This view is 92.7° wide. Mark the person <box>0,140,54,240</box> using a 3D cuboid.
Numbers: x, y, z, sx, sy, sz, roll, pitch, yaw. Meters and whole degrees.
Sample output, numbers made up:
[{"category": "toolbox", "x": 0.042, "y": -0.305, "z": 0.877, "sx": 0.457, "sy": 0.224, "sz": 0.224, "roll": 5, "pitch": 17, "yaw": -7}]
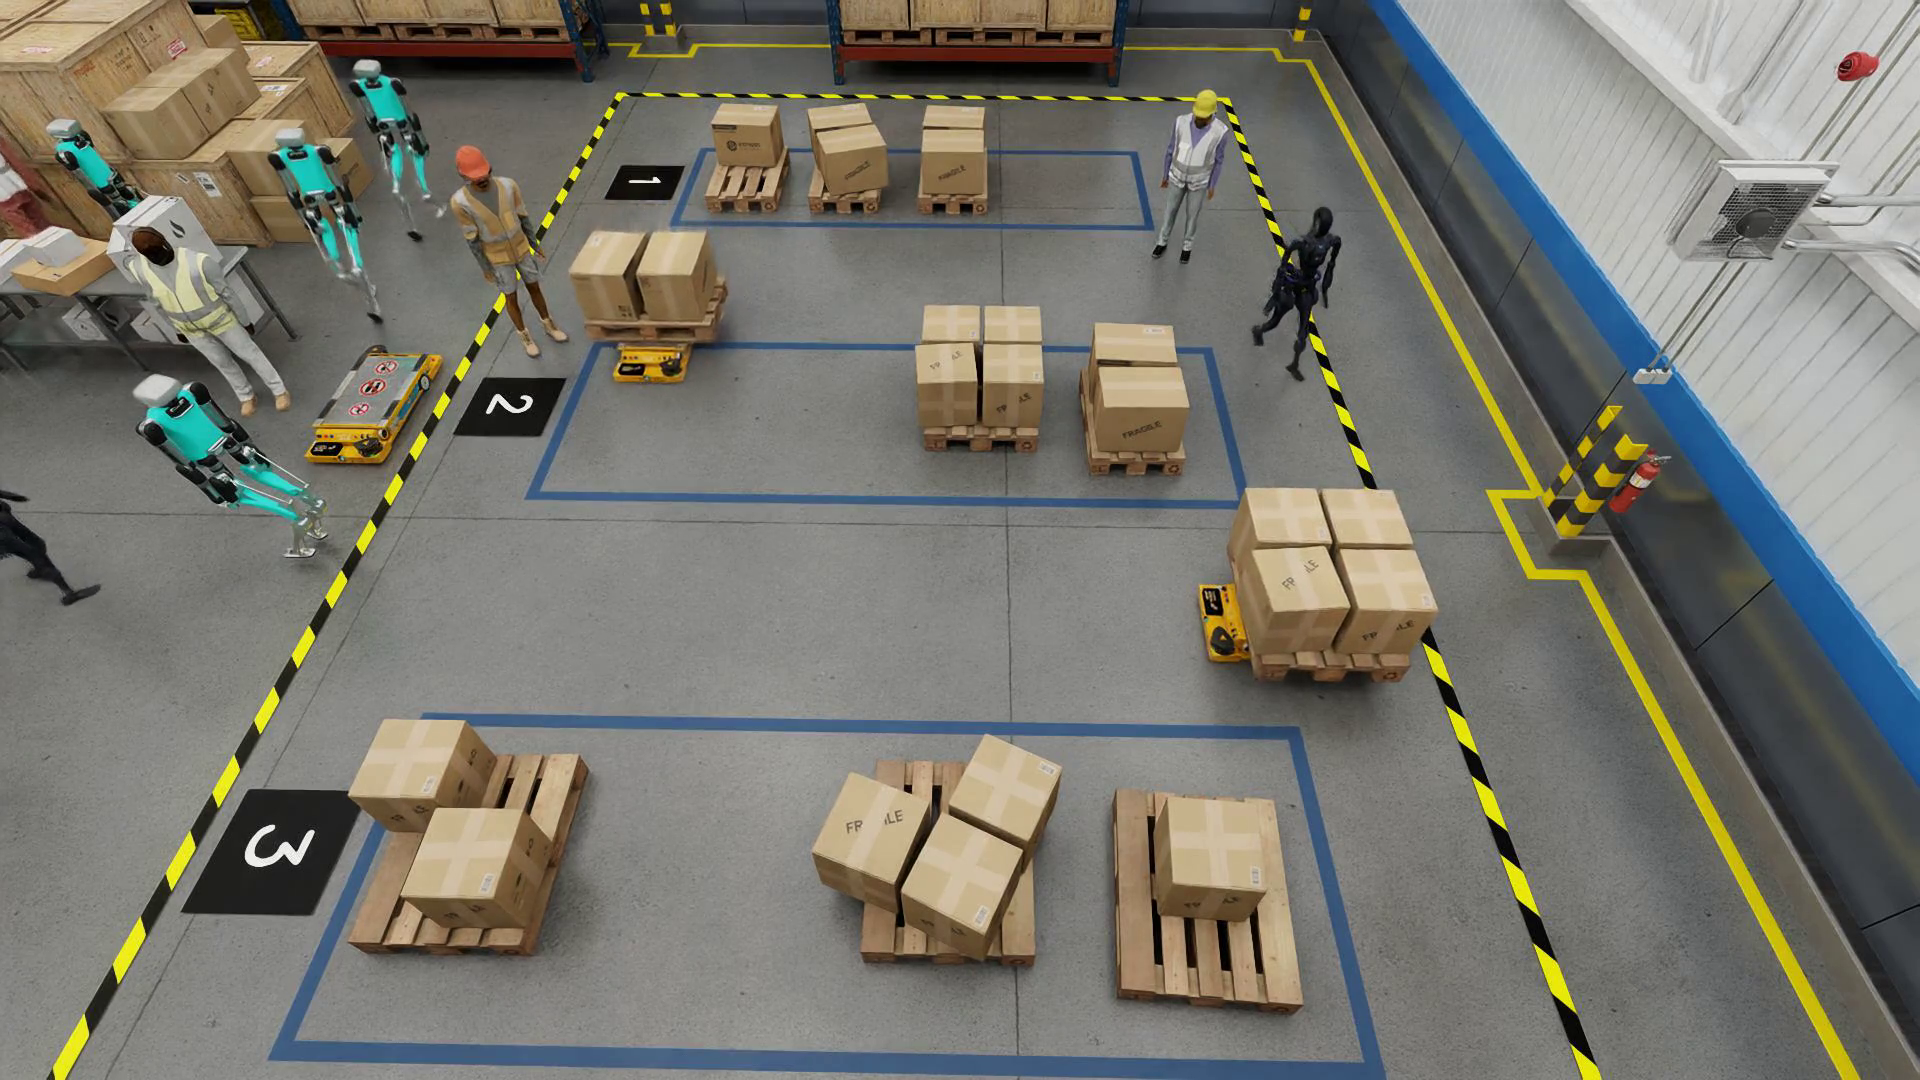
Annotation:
[{"category": "person", "x": -9.624, "y": -3.505, "z": 9.278, "sx": 0.746, "sy": 1.883, "sz": 0.595, "roll": 11, "pitch": 51, "yaw": 9}]

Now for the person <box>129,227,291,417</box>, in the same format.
[{"category": "person", "x": -6.478, "y": -1.870, "z": 7.928, "sx": 0.631, "sy": 1.834, "sz": 0.429, "roll": -11, "pitch": 51, "yaw": -9}]

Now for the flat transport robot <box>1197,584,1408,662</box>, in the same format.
[{"category": "flat transport robot", "x": 2.551, "y": 0.592, "z": 6.848, "sx": 1.431, "sy": 0.197, "sz": 0.652, "roll": 1, "pitch": 50, "yaw": 1}]

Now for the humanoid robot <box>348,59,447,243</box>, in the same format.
[{"category": "humanoid robot", "x": -6.092, "y": -4.123, "z": 9.903, "sx": 0.531, "sy": 1.768, "sz": 0.961, "roll": -5, "pitch": 50, "yaw": -4}]

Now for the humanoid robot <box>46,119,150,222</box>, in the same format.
[{"category": "humanoid robot", "x": -8.201, "y": -3.366, "z": 9.222, "sx": 0.686, "sy": 1.753, "sz": 0.530, "roll": -12, "pitch": 51, "yaw": -10}]

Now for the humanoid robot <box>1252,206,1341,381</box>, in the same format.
[{"category": "humanoid robot", "x": 3.117, "y": -2.315, "z": 8.440, "sx": 0.611, "sy": 1.631, "sz": 0.791, "roll": -8, "pitch": 50, "yaw": -7}]

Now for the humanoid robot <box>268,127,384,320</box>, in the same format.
[{"category": "humanoid robot", "x": -6.121, "y": -2.970, "z": 8.953, "sx": 0.551, "sy": 1.823, "sz": 0.882, "roll": -16, "pitch": 52, "yaw": -13}]

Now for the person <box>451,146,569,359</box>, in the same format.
[{"category": "person", "x": -4.137, "y": -2.633, "z": 8.437, "sx": 0.607, "sy": 2.039, "sz": 0.391, "roll": -37, "pitch": 59, "yaw": -27}]

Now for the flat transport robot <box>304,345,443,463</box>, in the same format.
[{"category": "flat transport robot", "x": -5.383, "y": -1.269, "z": 8.441, "sx": 0.659, "sy": 0.231, "sz": 1.431, "roll": 1, "pitch": 50, "yaw": 1}]

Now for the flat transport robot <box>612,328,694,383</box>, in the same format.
[{"category": "flat transport robot", "x": -2.962, "y": -2.105, "z": 9.130, "sx": 0.652, "sy": 0.197, "sz": 1.431, "roll": 1, "pitch": 50, "yaw": 1}]

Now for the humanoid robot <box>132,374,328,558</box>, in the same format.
[{"category": "humanoid robot", "x": -5.171, "y": -0.478, "z": 6.719, "sx": 0.735, "sy": 1.681, "sz": 0.533, "roll": 9, "pitch": 50, "yaw": 8}]

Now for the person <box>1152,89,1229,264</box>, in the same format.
[{"category": "person", "x": 2.383, "y": -3.756, "z": 9.523, "sx": 0.587, "sy": 1.828, "sz": 0.403, "roll": 18, "pitch": 52, "yaw": 15}]

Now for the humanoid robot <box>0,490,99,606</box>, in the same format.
[{"category": "humanoid robot", "x": -7.046, "y": -0.186, "z": 6.630, "sx": 0.486, "sy": 1.640, "sz": 0.601, "roll": -23, "pitch": 53, "yaw": -18}]
